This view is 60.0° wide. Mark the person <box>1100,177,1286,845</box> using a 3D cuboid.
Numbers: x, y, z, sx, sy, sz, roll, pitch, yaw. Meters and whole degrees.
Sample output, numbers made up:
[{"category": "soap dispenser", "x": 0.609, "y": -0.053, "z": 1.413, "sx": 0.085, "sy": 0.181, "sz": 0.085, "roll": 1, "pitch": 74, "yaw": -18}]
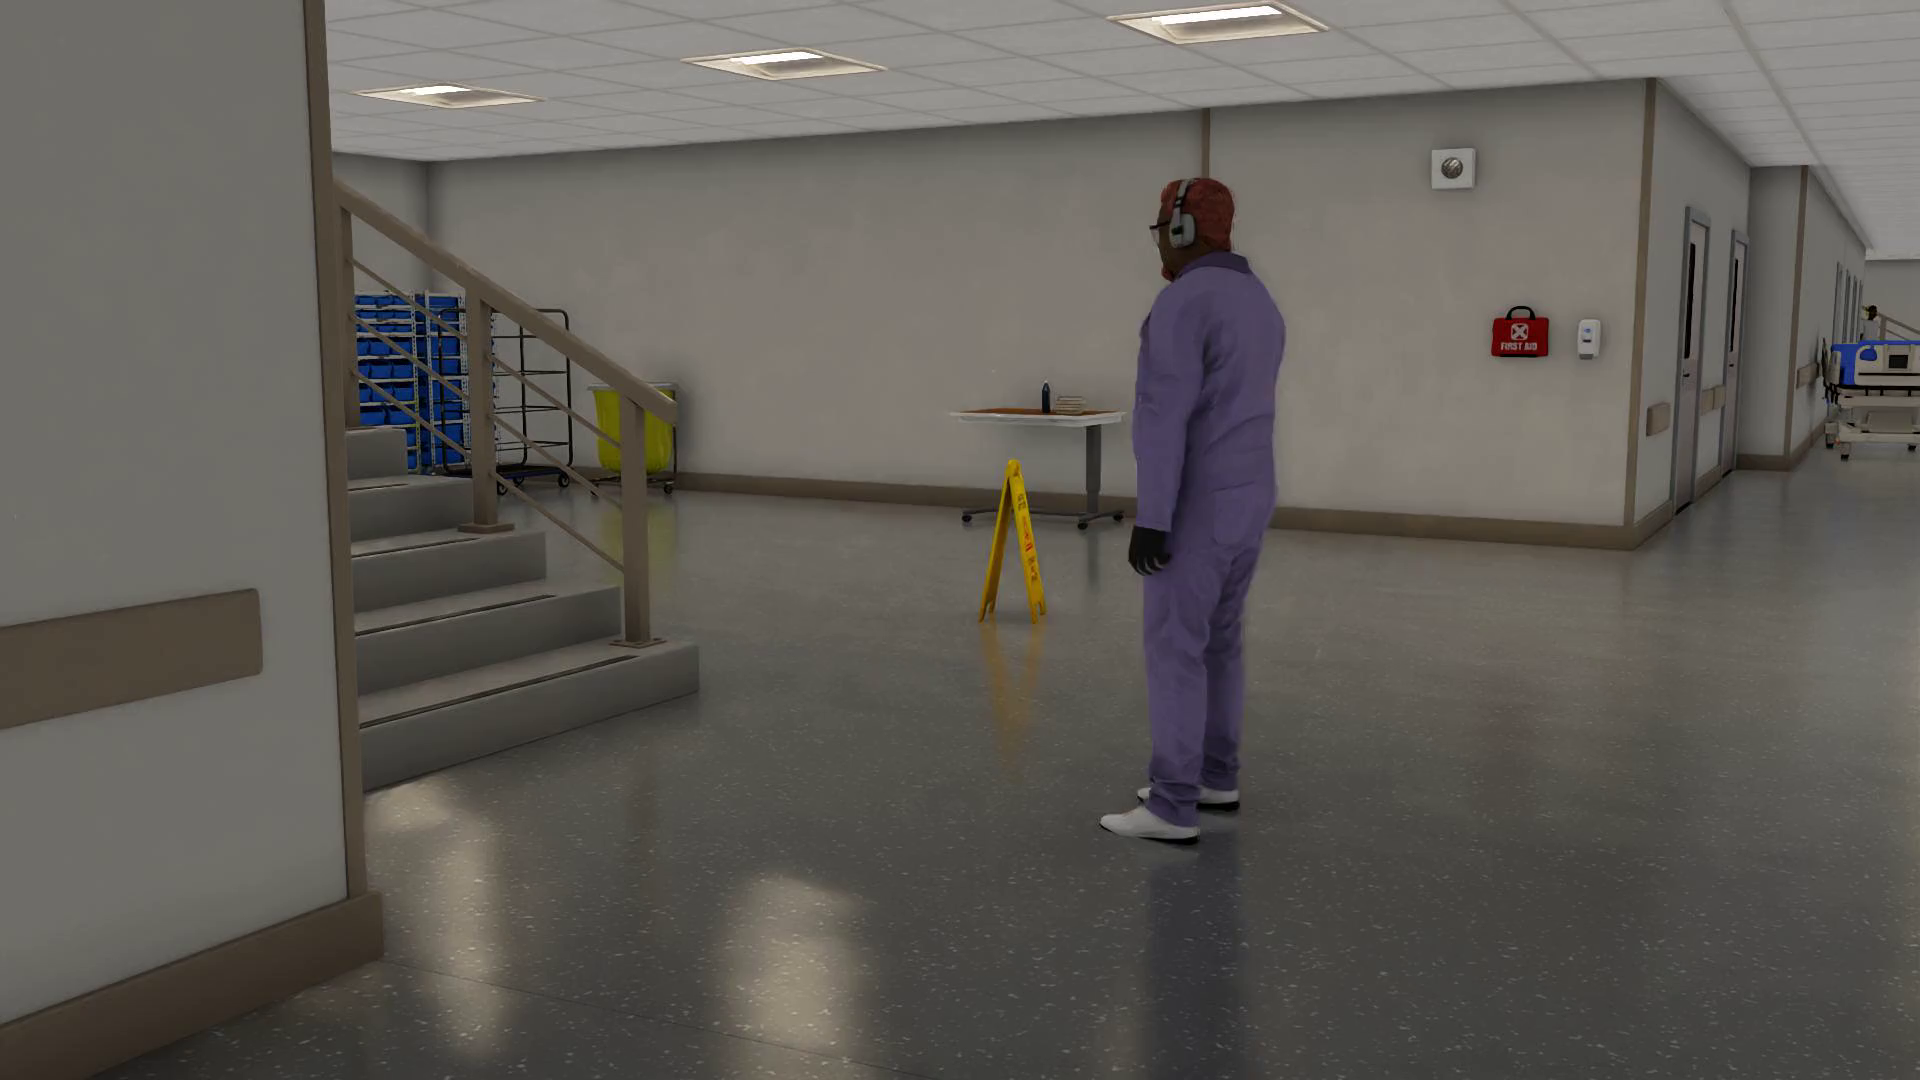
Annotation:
[{"category": "person", "x": 0.680, "y": -0.091, "z": 4.822, "sx": 0.426, "sy": 1.896, "sz": 0.667, "roll": 5, "pitch": 9, "yaw": 33}]

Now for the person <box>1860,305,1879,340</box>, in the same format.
[{"category": "person", "x": 19.229, "y": -4.026, "z": 35.182, "sx": 0.509, "sy": 1.872, "sz": 0.328, "roll": -3, "pitch": 8, "yaw": -19}]
